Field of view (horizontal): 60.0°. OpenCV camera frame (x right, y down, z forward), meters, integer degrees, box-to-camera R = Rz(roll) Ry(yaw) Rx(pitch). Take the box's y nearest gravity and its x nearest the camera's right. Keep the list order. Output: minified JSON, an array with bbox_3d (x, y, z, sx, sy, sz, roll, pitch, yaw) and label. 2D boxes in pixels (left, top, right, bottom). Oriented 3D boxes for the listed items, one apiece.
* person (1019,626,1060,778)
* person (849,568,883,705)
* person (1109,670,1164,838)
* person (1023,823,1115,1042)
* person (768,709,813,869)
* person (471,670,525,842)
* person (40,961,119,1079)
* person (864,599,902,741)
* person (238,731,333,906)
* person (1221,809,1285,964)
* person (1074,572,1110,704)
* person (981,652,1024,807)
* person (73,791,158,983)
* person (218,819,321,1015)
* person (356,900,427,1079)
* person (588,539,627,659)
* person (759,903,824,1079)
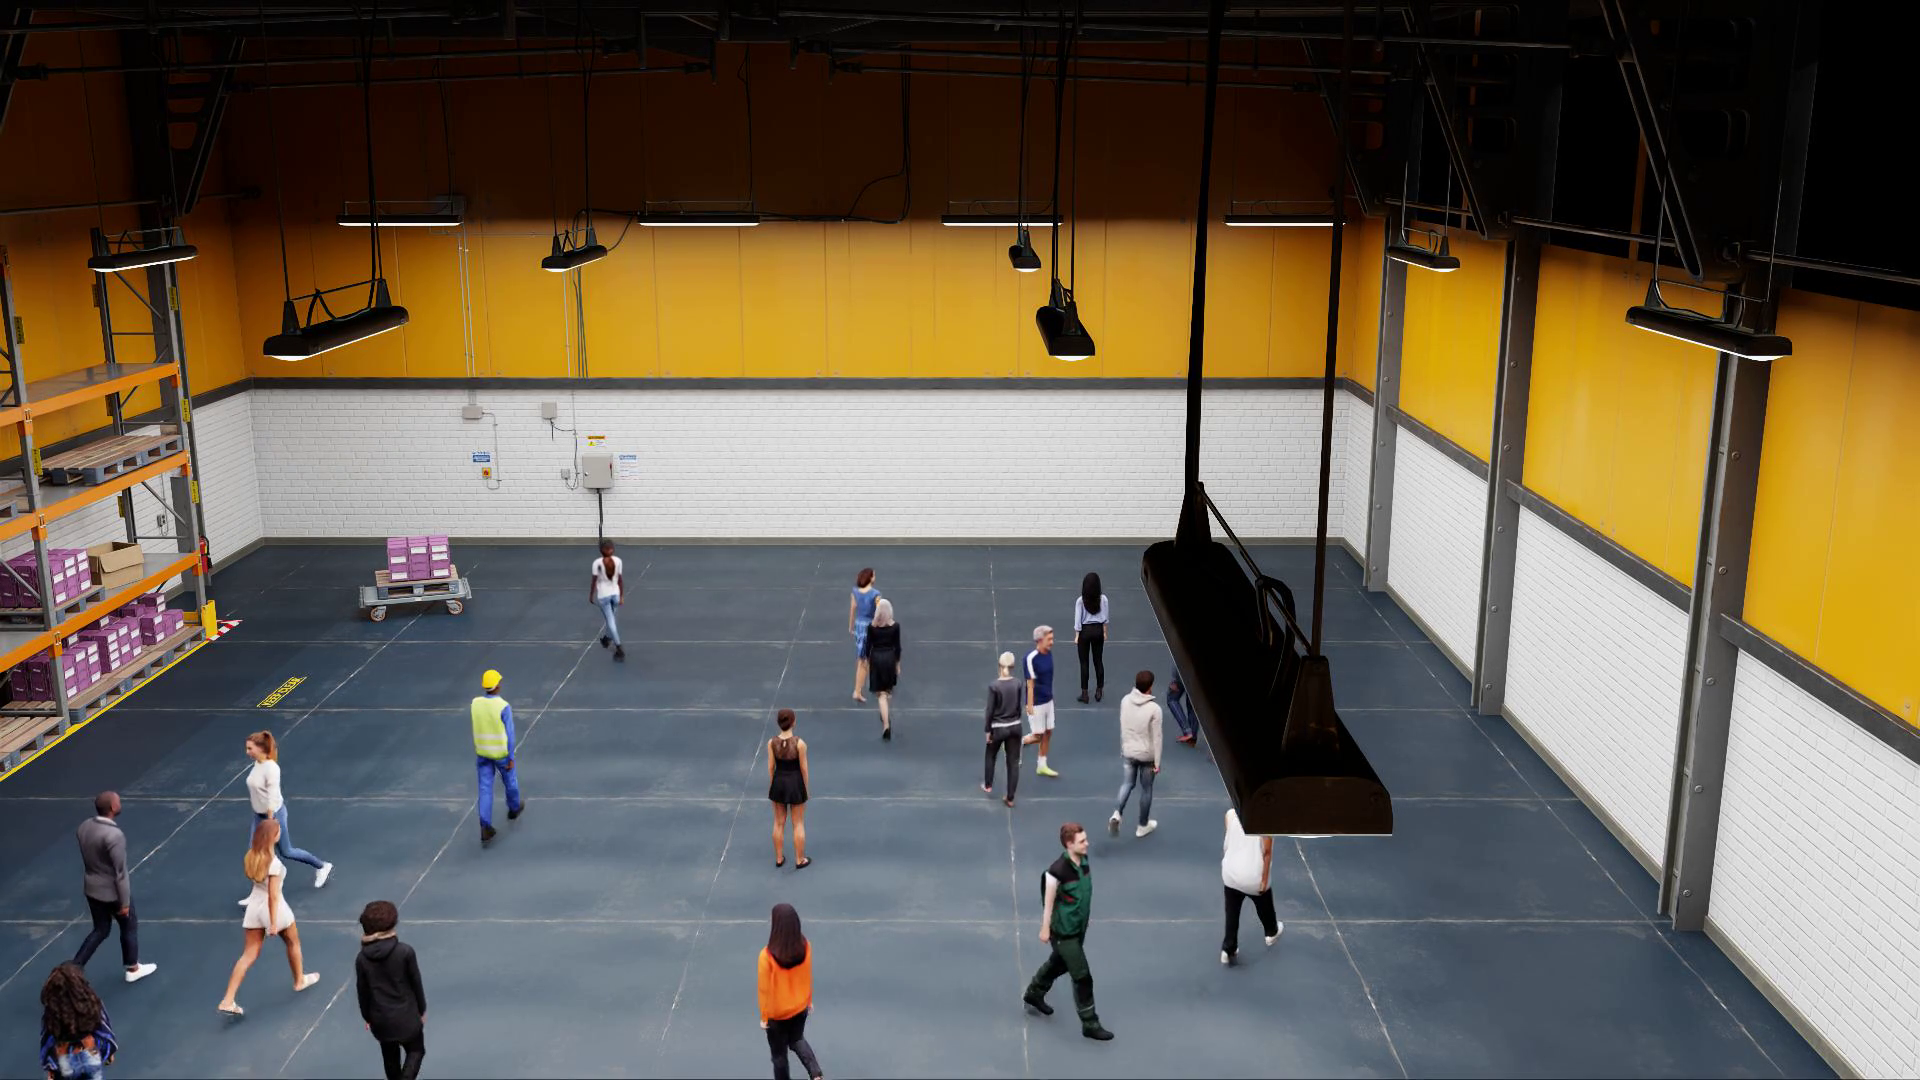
[{"bbox_3d":[0.843,1.853,19.194,0.952,1.820,0.918,10,17,36],"label":"person"},{"bbox_3d":[-1.273,1.279,21.684,1.044,1.765,1.150,11,18,39],"label":"person"},{"bbox_3d":[1.823,2.272,17.430,0.988,1.836,1.110,9,16,34],"label":"person"},{"bbox_3d":[0.831,3.186,13.736,1.122,1.798,1.171,9,16,34],"label":"person"},{"bbox_3d":[-1.741,2.501,16.826,0.626,1.674,0.624,3,14,12],"label":"person"},{"bbox_3d":[-4.946,2.286,17.507,0.712,1.772,1.222,1,14,5],"label":"person"},{"bbox_3d":[-6.230,3.768,11.757,0.840,1.597,0.963,-6,15,-25],"label":"person"},{"bbox_3d":[-0.927,1.610,20.423,0.735,1.715,1.095,-3,14,-14],"label":"person"},{"bbox_3d":[-6.574,2.675,16.076,1.092,1.690,1.162,12,18,41],"label":"person"},{"bbox_3d":[2.527,2.990,14.860,1.031,1.651,1.148,10,17,36],"label":"person"},{"bbox_3d":[1.711,1.270,21.765,0.724,1.744,0.682,-5,14,-20],"label":"person"},{"bbox_3d":[0.534,2.113,18.387,0.763,1.694,0.954,-4,14,-15],"label":"person"},{"bbox_3d":[-7.390,3.064,14.256,1.060,1.790,1.221,6,15,22],"label":"person"},{"bbox_3d":[-5.911,3.195,14.006,0.967,1.654,1.235,7,15,27],"label":"person"},{"bbox_3d":[-4.197,3.547,12.321,0.665,1.762,0.925,-1,14,-5],"label":"person"},{"bbox_3d":[-4.953,0.860,23.596,1.044,1.678,1.183,-10,17,-37],"label":"person"},{"bbox_3d":[-1.237,3.540,12.399,0.938,1.738,0.880,13,19,43],"label":"person"}]
